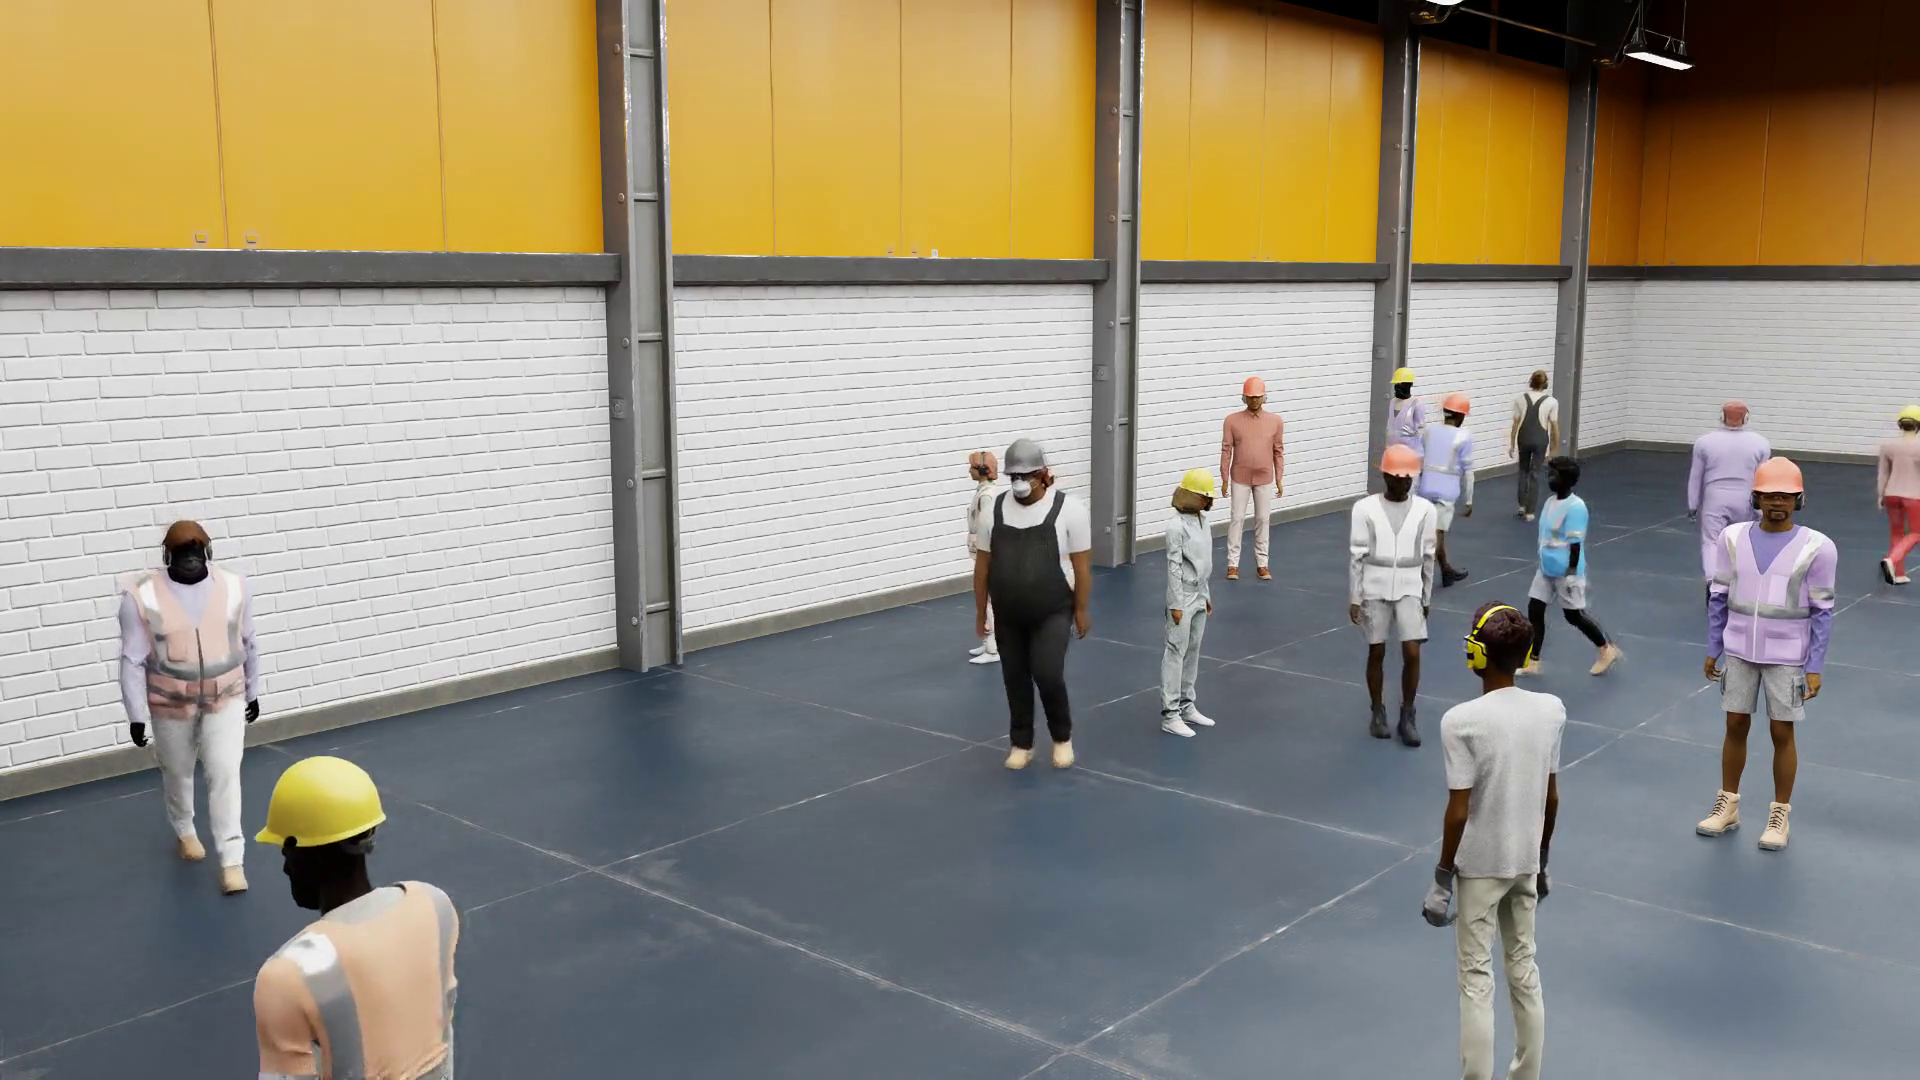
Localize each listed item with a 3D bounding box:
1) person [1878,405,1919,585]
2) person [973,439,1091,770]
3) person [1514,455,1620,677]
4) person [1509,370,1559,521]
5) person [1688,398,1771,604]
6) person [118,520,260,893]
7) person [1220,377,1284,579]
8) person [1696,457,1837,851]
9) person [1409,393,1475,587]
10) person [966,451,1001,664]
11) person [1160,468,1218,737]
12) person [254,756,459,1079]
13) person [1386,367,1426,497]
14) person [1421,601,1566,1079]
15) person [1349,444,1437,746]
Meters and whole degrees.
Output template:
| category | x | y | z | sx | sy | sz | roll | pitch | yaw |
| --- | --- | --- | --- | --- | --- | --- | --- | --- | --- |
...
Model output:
| category | x | y | z | sx | sy | sz | roll | pitch | yaw |
| --- | --- | --- | --- | --- | --- | --- | --- | --- | --- |
| person | 8.966 | -0.412 | 15.816 | 0.615 | 1.747 | 0.539 | -6 | 11 | -32 |
| person | 0.407 | 0.383 | 9.956 | 0.702 | 2.000 | 0.541 | 4 | 10 | 23 |
| person | 4.482 | 0.203 | 12.245 | 0.793 | 1.665 | 0.532 | -1 | 9 | -8 |
| person | 6.994 | -1.148 | 20.224 | 0.548 | 1.825 | 0.600 | 5 | 10 | 30 |
| person | 6.882 | -0.326 | 14.917 | 0.650 | 1.883 | 0.822 | 4 | 10 | 21 |
| person | -3.793 | 0.781 | 8.221 | 0.642 | 1.803 | 0.940 | -6 | 11 | -32 |
| person | 2.860 | -0.600 | 16.270 | 0.625 | 1.992 | 0.388 | 0 | 9 | 1 |
| person | 4.192 | 0.583 | 8.675 | 0.361 | 2.047 | 0.612 | -9 | 12 | -43 |
| person | 4.489 | -0.426 | 15.550 | 1.021 | 1.874 | 0.586 | -8 | 12 | -41 |
| person | 0.198 | 0.132 | 12.789 | 0.310 | 1.638 | 0.523 | 0 | 9 | 2 |
| person | 1.512 | 0.395 | 10.834 | 0.306 | 1.736 | 0.484 | 6 | 11 | 33 |
| person | -1.333 | 1.430 | 3.811 | 0.518 | 1.910 | 0.587 | 4 | 10 | 22 |
| person | 5.071 | -1.012 | 19.069 | 0.368 | 1.927 | 0.589 | -4 | 10 | -25 |
| person | 1.830 | 1.137 | 5.748 | 0.521 | 1.873 | 0.334 | -4 | 10 | -21 |
| person | 2.741 | 0.355 | 10.537 | 0.549 | 1.917 | 0.652 | 1 | 9 | 8 |
